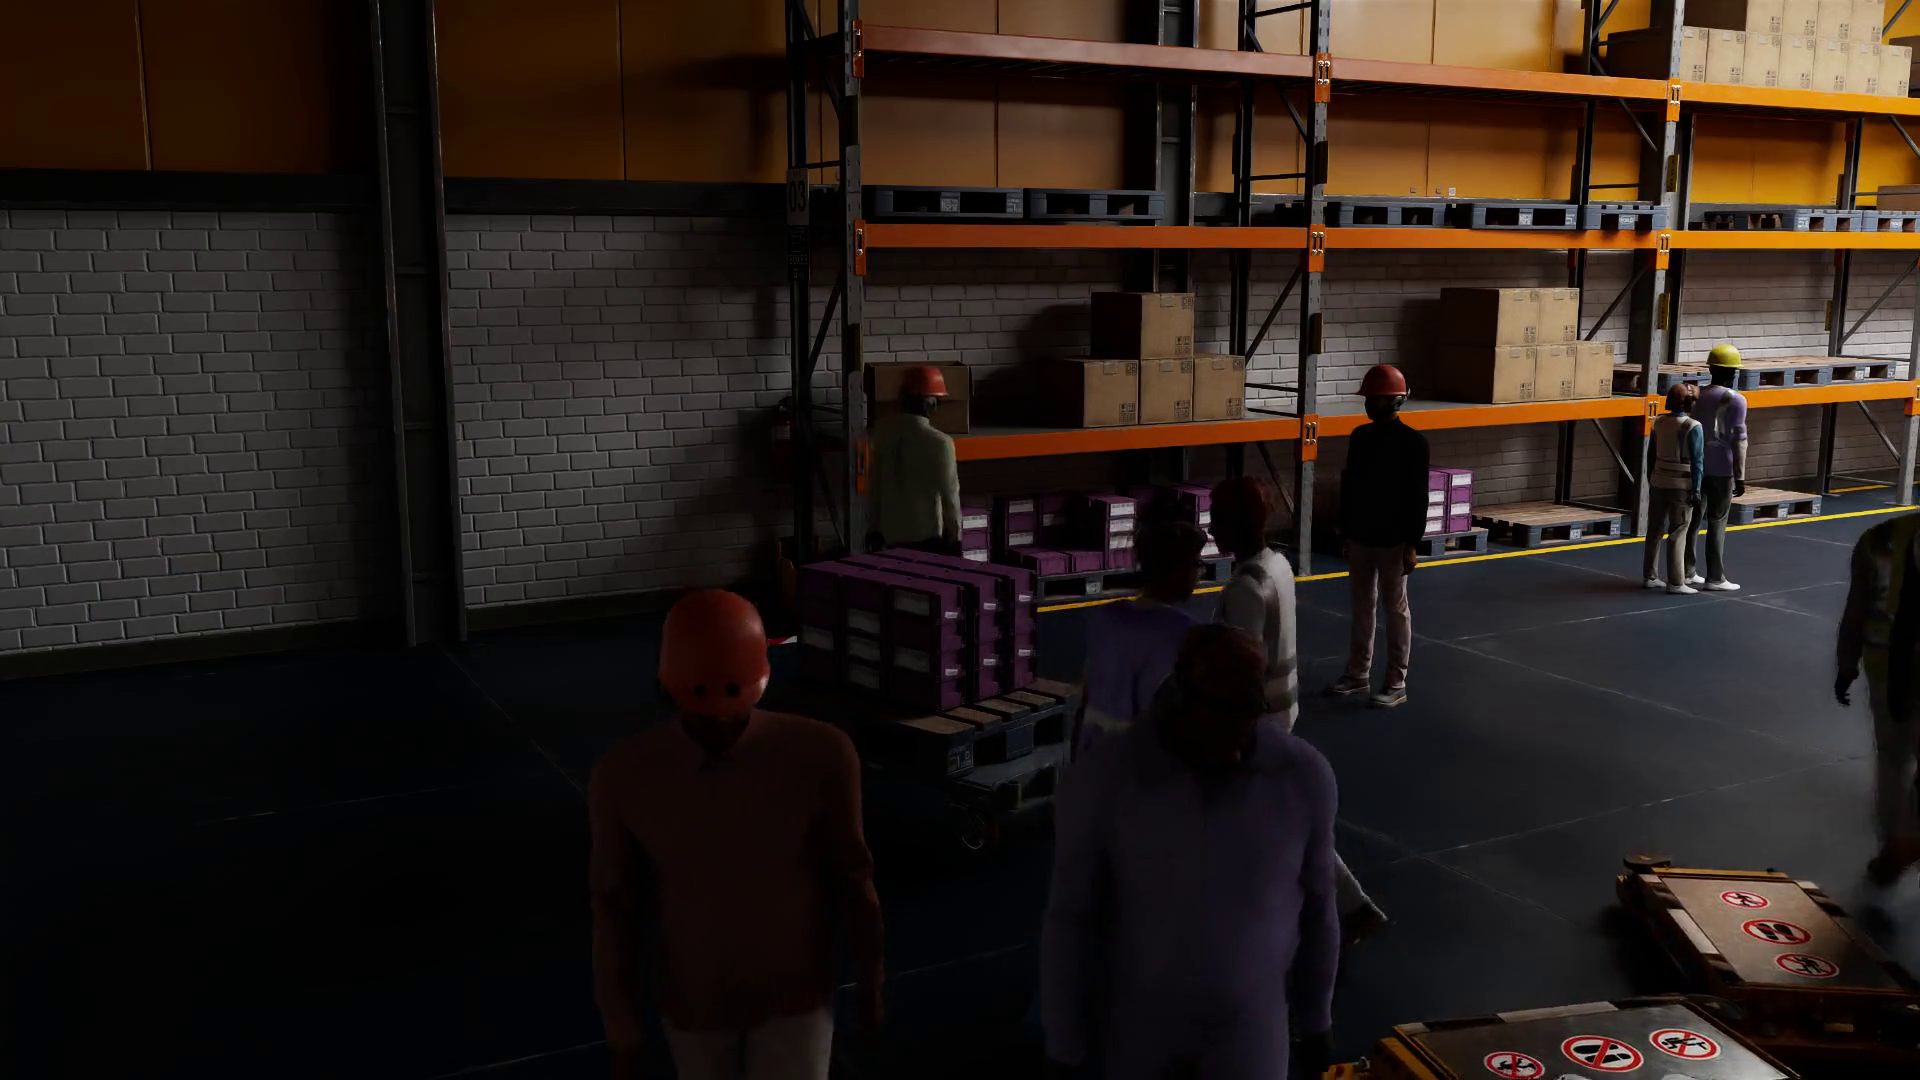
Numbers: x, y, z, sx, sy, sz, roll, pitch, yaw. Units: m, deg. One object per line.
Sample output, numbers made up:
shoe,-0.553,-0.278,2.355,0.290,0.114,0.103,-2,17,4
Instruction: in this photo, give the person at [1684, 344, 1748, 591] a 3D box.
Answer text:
person,5.896,-0.564,13.012,0.368,1.926,0.594,-5,11,-25

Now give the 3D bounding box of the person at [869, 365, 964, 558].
person,-0.224,-0.056,9.941,0.652,1.971,0.599,9,13,42

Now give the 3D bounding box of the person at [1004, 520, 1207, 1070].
person,0.539,0.831,5.482,1.041,1.785,0.559,-5,11,-29

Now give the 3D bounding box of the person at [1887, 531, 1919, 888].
person,3.975,0.584,6.488,0.633,1.896,0.473,8,13,38

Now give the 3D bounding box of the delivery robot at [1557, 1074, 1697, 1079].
delivery robot,1.819,1.601,4.217,0.707,0.478,0.477,9,13,41

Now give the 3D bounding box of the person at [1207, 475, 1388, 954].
person,1.122,0.675,6.166,0.900,1.851,0.588,5,11,25

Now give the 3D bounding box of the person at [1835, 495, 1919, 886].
person,3.959,0.567,6.868,0.665,1.803,0.795,9,14,43

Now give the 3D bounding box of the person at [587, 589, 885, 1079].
person,-0.484,1.053,3.653,0.630,1.940,0.763,0,10,-1

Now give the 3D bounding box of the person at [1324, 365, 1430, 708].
person,2.445,-0.024,9.714,0.377,1.995,0.608,-6,12,-33

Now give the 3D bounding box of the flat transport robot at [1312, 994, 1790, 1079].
flat transport robot,1.866,1.652,5.023,1.431,0.197,0.652,-2,10,-13

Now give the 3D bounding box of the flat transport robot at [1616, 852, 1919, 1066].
flat transport robot,2.913,1.477,6.030,0.652,0.197,1.431,1,10,6

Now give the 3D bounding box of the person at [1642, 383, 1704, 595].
person,5.537,-0.399,12.901,0.311,1.636,0.523,-4,11,-21

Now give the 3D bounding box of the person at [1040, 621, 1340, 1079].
person,0.521,1.091,3.694,0.684,1.845,0.942,0,10,1
